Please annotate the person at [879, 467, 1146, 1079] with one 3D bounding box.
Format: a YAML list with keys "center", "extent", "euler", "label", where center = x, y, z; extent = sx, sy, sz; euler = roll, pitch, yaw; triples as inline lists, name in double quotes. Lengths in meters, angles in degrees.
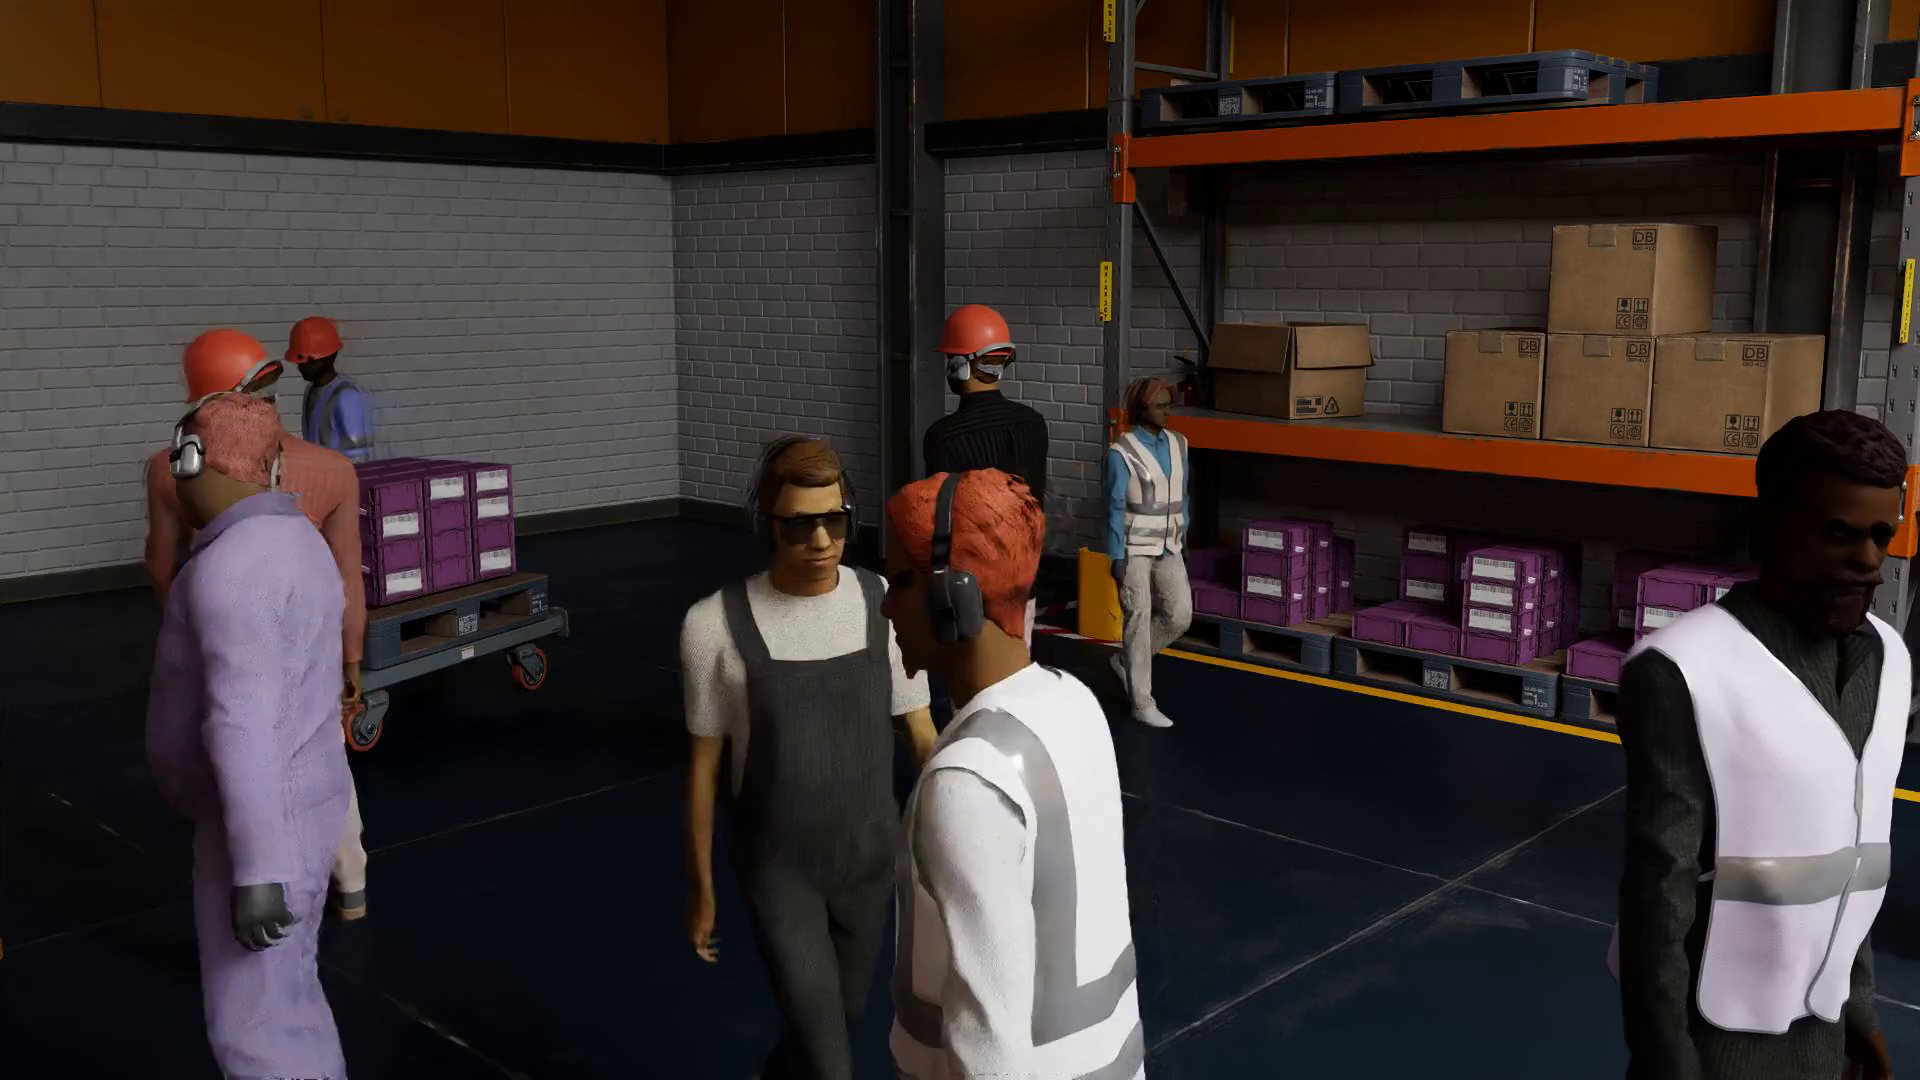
- center: [-0.046, 0.816, 2.382]
  extent: [0.925, 1.843, 0.596]
  euler: [4, 10, 21]
  label: "person"

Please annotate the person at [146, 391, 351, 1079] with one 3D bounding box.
- center: [-1.496, 0.626, 3.548]
  extent: [0.436, 1.864, 0.791]
  euler: [-2, 9, -12]
  label: "person"

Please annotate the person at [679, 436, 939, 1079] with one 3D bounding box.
- center: [-0.304, 0.660, 3.511]
  extent: [0.573, 1.809, 0.937]
  euler: [-4, 10, -23]
  label: "person"

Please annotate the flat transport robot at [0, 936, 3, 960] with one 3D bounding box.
- center: [-3.532, 1.248, 4.570]
  extent: [1.431, 0.197, 0.652]
  euler: [-2, 9, -10]
  label: "flat transport robot"

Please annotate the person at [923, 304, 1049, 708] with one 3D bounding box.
- center: [0.070, 0.170, 5.906]
  extent: [0.389, 1.996, 0.612]
  euler: [8, 12, 40]
  label: "person"

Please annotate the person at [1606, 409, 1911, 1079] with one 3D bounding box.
- center: [1.237, 0.748, 2.615]
  extent: [0.587, 1.915, 0.394]
  euler: [-5, 11, -30]
  label: "person"

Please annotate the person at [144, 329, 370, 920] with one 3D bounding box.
- center: [-2.137, 0.351, 5.115]
  extent: [0.612, 1.895, 0.722]
  euler: [-4, 10, -25]
  label: "person"

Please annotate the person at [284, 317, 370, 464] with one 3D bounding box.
- center: [-3.146, -0.221, 8.675]
  extent: [0.806, 1.889, 0.562]
  euler: [-7, 12, -38]
  label: "person"

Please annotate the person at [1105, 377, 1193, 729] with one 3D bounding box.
- center: [0.854, 0.052, 7.738]
  extent: [0.535, 1.625, 0.415]
  euler: [-8, 12, -40]
  label: "person"
